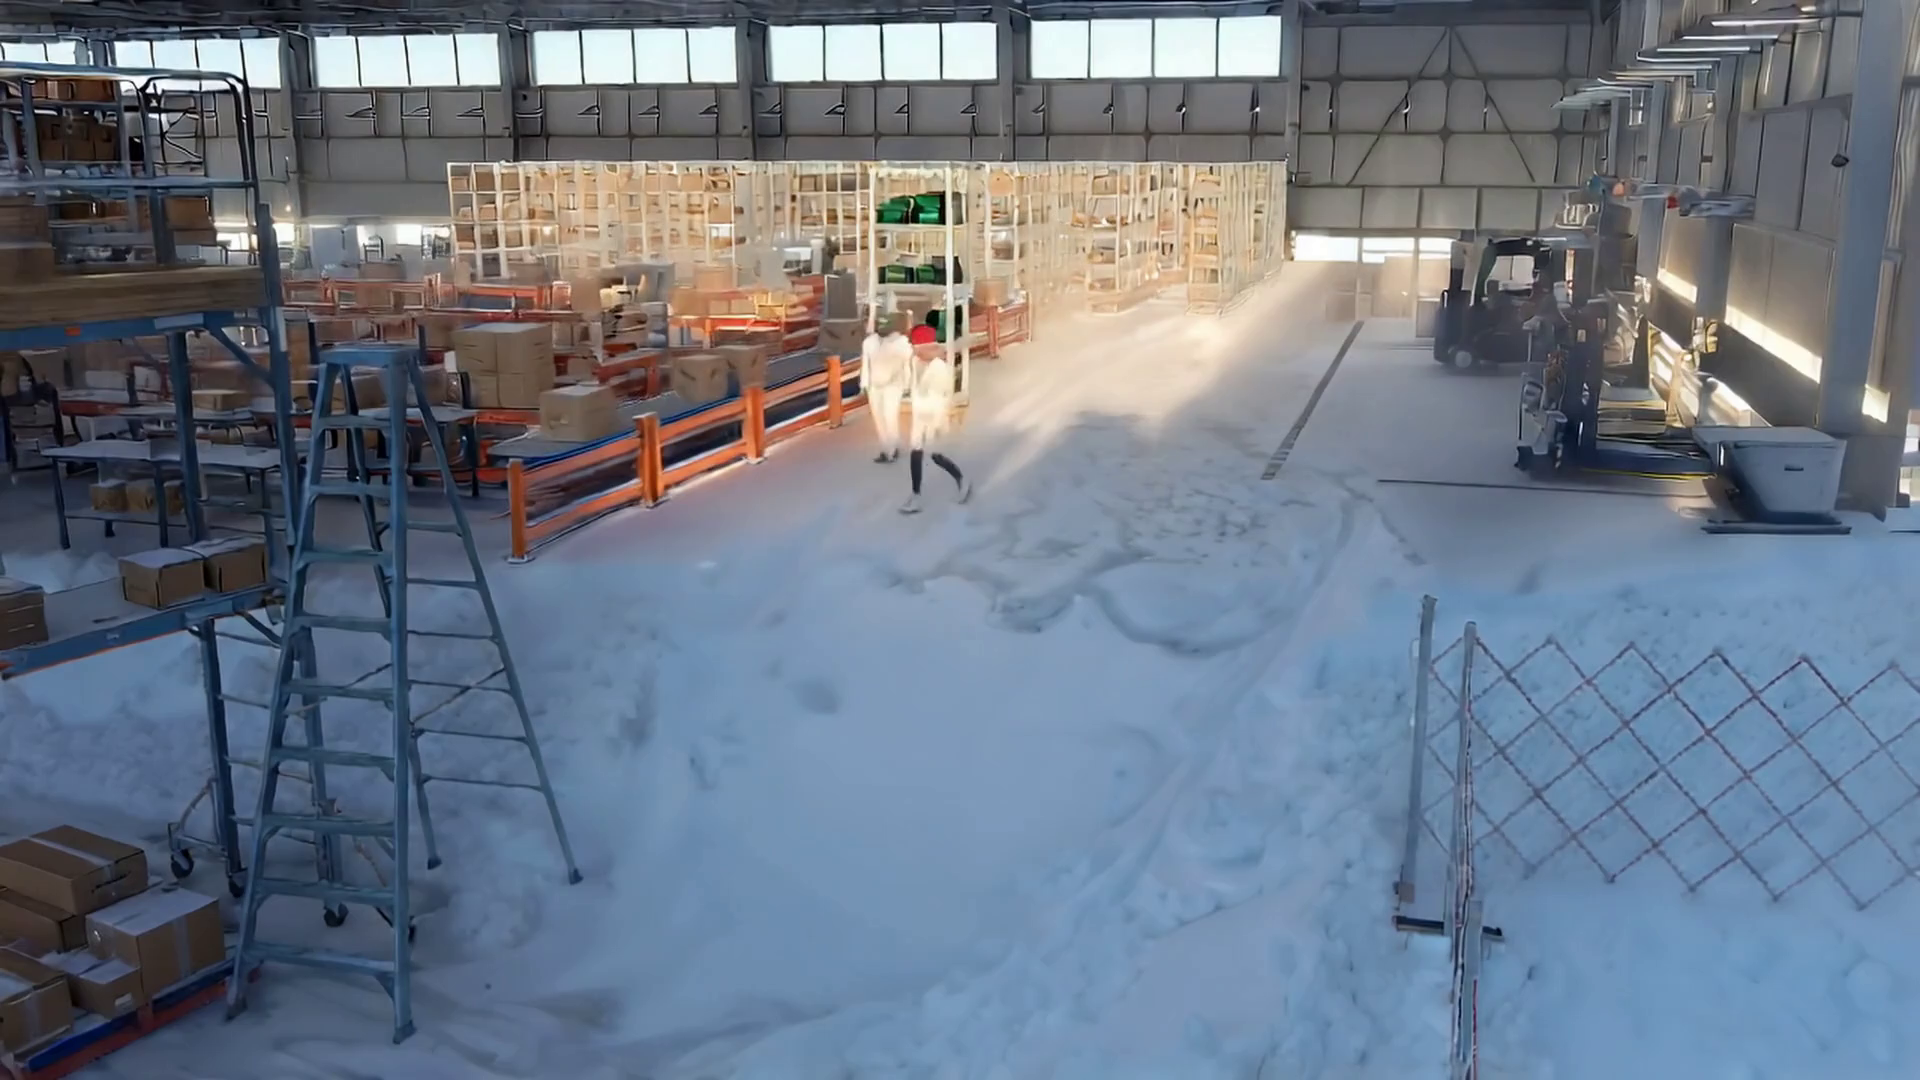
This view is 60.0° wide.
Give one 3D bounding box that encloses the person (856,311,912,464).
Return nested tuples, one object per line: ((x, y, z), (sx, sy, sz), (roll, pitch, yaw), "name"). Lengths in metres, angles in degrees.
((-0.949, -1.877, 20.561), (0.654, 1.890, 0.533), (7, 15, 27), "person")

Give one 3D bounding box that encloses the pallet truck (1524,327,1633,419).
((9.065, -2.460, 24.370), (1.522, 1.261, 0.704), (3, 13, 14), "pallet truck")

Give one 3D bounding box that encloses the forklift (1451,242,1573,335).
((10.464, -4.597, 31.405), (2.680, 1.987, 1.157), (4, 14, 16), "forklift")

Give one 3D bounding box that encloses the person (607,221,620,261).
((-10.619, -9.002, 51.515), (0.822, 1.800, 0.609), (3, 13, 12), "person")

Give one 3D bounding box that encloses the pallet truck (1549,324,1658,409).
((9.824, -2.669, 25.407), (1.601, 1.201, 0.680), (4, 14, 16), "pallet truck")

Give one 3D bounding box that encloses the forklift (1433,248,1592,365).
((9.780, -4.111, 29.280), (2.680, 1.987, 1.157), (3, 13, 14), "forklift")

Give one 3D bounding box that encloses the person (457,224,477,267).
((-14.745, -8.705, 49.917), (0.605, 1.944, 0.402), (-1, 13, -4), "person")

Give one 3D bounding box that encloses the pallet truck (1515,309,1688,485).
((7.554, -1.677, 19.446), (1.885, 1.965, 0.823), (3, 13, 14), "pallet truck")

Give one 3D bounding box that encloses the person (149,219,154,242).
((-24.226, -8.803, 50.227), (0.379, 1.996, 0.609), (-1, 13, -4), "person")

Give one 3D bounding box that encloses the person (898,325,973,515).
((-0.277, -1.295, 17.763), (0.868, 2.024, 0.614), (-12, 17, -41), "person")

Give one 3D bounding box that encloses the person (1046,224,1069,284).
((2.776, -8.345, 48.674), (0.950, 1.792, 0.594), (5, 14, 21), "person")

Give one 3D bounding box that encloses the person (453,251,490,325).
((-10.799, -5.465, 36.418), (0.923, 1.718, 0.509), (1, 13, 3), "person")

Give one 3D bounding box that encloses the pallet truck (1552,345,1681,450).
((8.641, -1.896, 21.908), (1.630, 1.274, 0.653), (4, 14, 16), "pallet truck")

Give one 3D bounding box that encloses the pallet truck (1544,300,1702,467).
((8.263, -1.952, 20.631), (1.885, 1.965, 0.823), (5, 14, 20), "pallet truck")
